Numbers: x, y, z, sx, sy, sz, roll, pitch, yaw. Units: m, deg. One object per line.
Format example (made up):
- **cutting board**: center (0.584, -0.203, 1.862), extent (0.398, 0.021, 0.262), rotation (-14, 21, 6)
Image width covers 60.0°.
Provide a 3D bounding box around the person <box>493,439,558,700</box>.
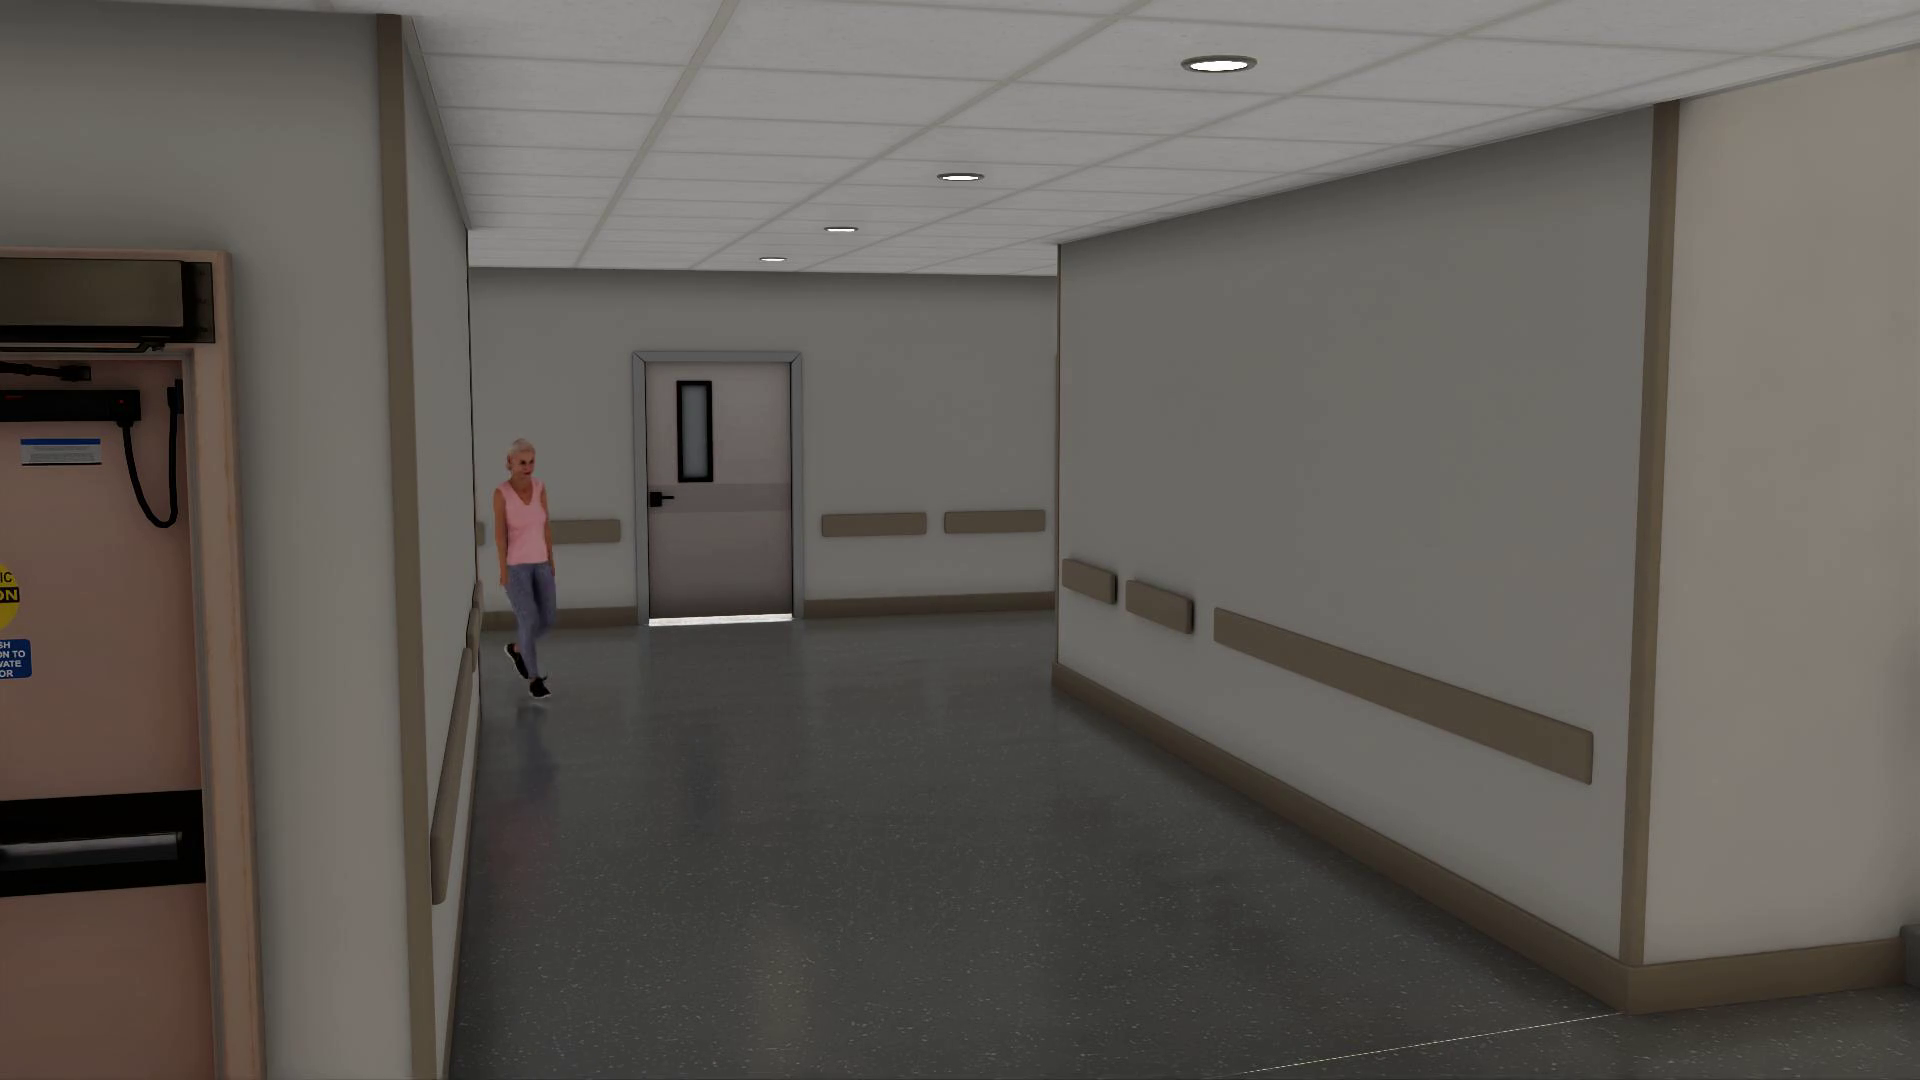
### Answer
- **person**: center (-2.899, 0.186, 10.941), extent (0.890, 1.696, 0.898), rotation (5, 8, 42)
